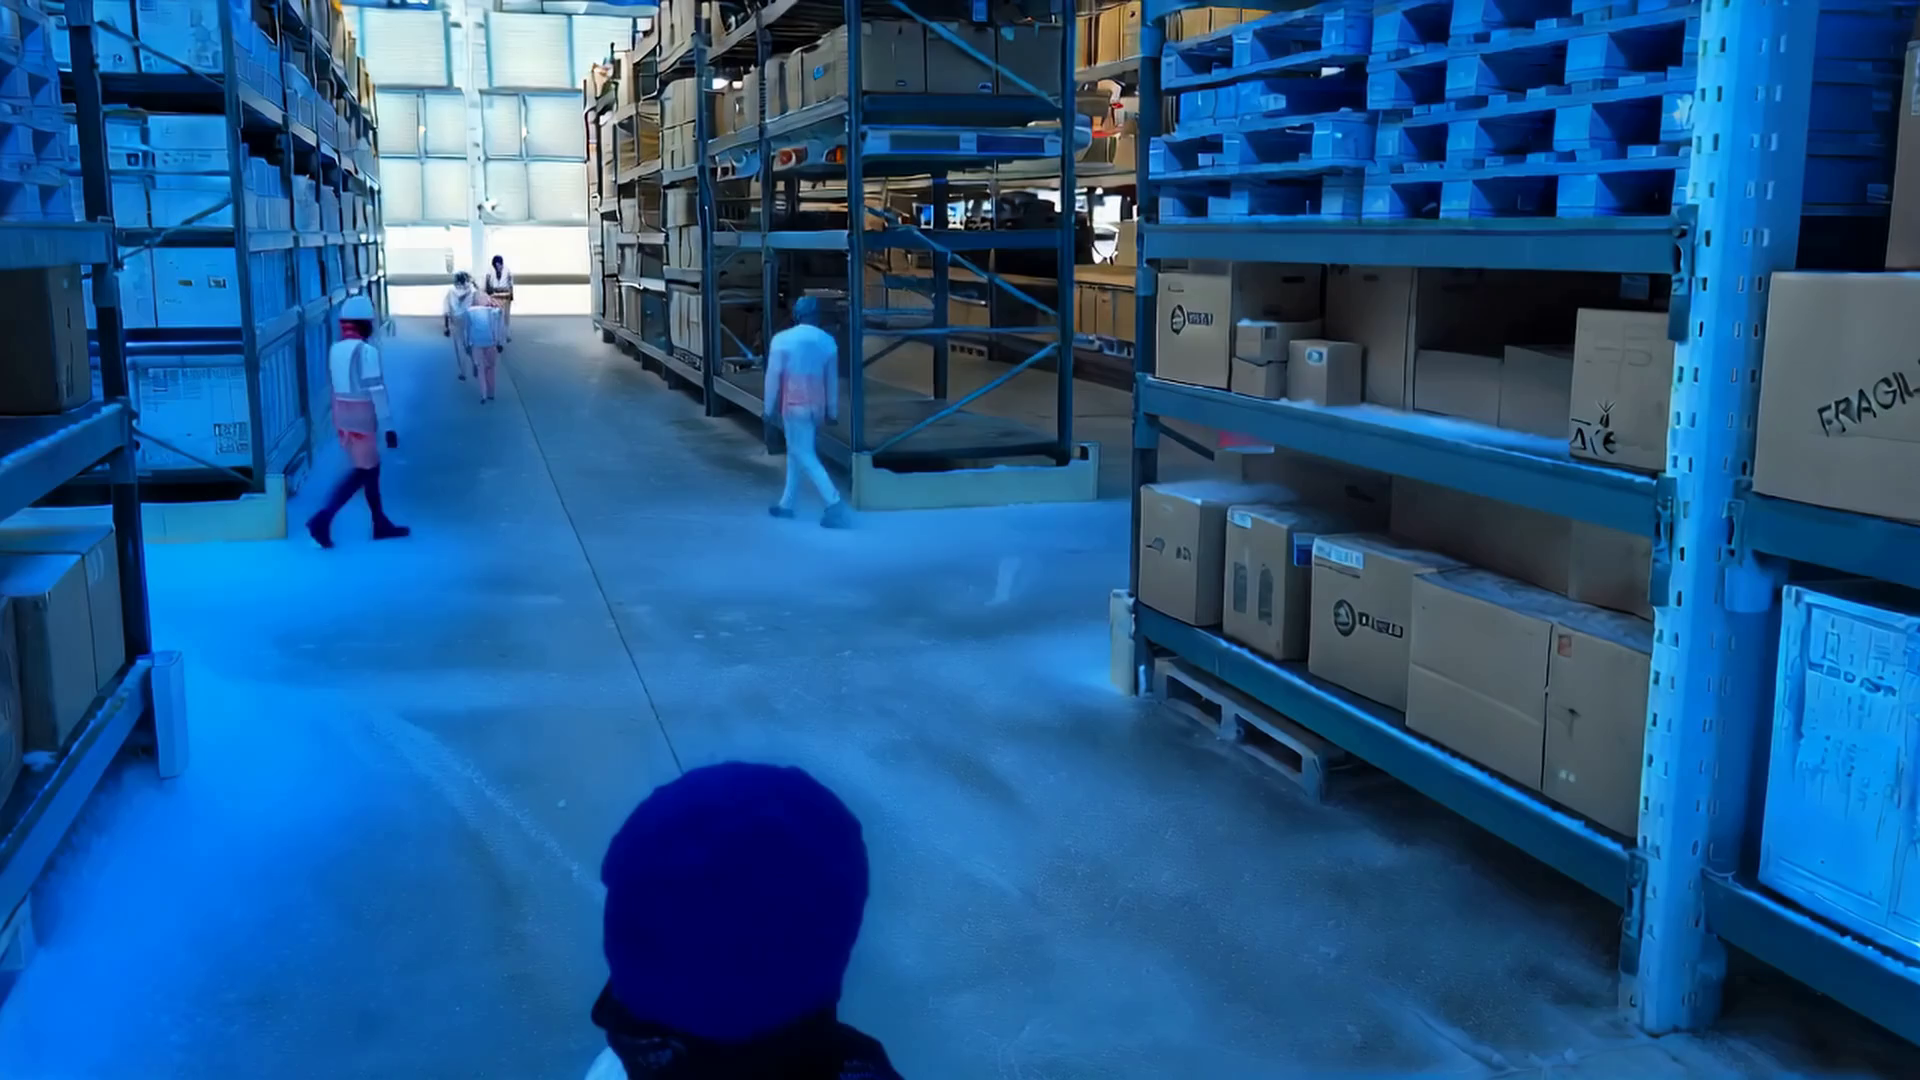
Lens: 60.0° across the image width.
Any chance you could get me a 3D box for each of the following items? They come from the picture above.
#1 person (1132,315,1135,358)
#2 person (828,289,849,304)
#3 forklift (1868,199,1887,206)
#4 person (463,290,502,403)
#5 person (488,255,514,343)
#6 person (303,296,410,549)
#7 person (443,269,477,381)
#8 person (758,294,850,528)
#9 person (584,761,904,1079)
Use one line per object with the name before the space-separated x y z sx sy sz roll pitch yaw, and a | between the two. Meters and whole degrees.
person | 2.477 -2.461 21.981 0.285 1.634 0.499 -8 13 -38
person | -2.730 -5.448 37.694 0.545 1.893 1.009 -2 11 -11
forklift | 11.338 -2.915 21.052 1.129 2.768 1.873 -3 11 -17
person | -6.830 -2.771 23.798 0.530 1.588 0.849 -4 11 -22
person | -10.204 -5.343 36.919 0.615 1.945 0.405 3 11 15
person | -4.637 -0.887 12.625 0.549 1.909 0.879 9 14 41
person | -8.136 -3.509 27.242 0.612 1.818 0.440 -2 11 -10
person | -1.217 -1.053 13.588 0.956 1.888 0.652 9 13 39
person | -0.142 1.118 1.584 0.597 1.915 0.370 9 14 40
